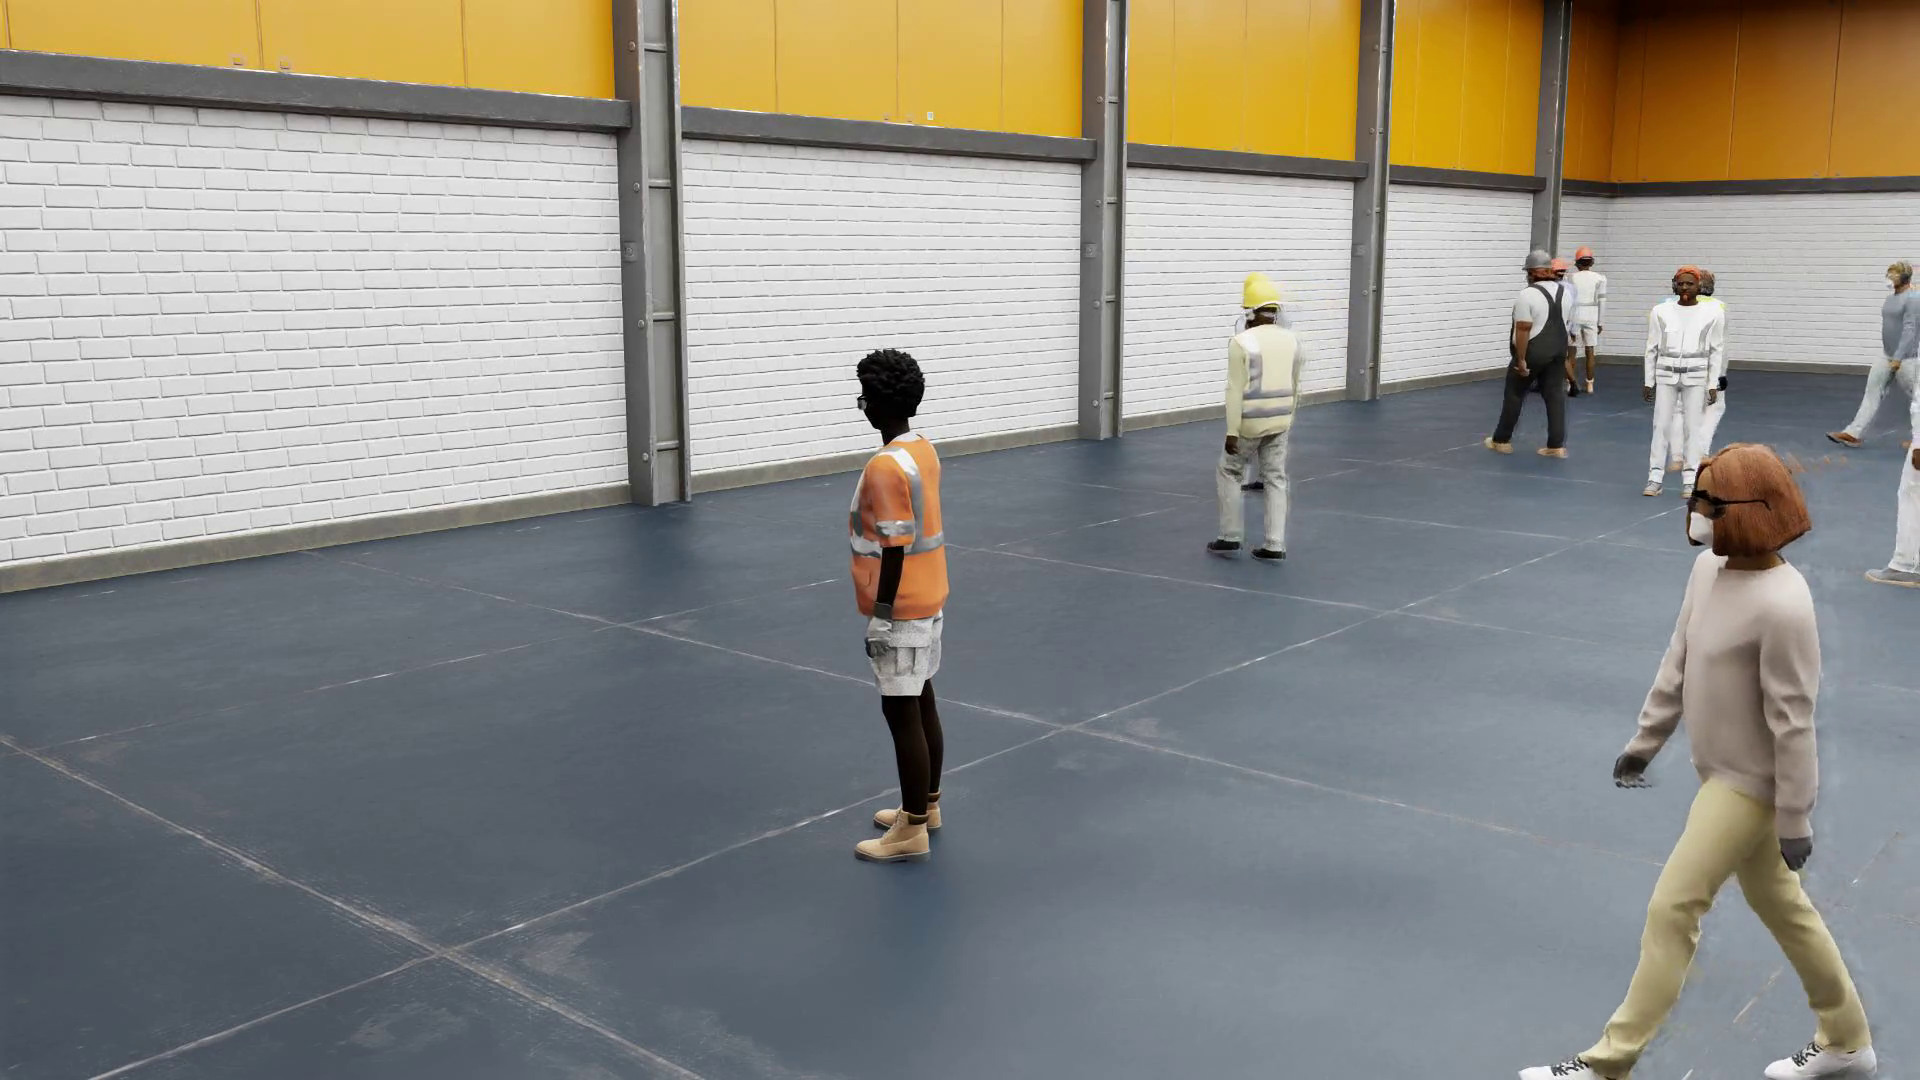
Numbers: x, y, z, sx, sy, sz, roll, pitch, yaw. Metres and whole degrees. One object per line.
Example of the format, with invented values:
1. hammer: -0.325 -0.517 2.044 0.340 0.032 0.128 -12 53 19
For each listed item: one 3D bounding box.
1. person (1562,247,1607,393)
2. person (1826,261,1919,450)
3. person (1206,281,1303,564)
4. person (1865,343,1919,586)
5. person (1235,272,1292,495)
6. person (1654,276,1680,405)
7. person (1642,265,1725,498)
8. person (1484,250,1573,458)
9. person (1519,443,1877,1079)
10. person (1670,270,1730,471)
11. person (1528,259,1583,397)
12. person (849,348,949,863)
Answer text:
1. person: 8.675 -3.055 23.219 0.612 2.039 0.402 2 10 12
2. person: 9.328 -1.830 16.639 1.018 1.883 0.648 0 10 1
3. person: 1.878 -0.761 10.769 0.616 1.806 0.681 -5 11 -28
4. person: 5.845 -0.603 9.746 0.577 1.863 0.785 -6 12 -31
5. person: 2.440 -1.277 13.663 0.607 1.828 0.404 -7 12 -34
6. person: 9.196 -2.561 21.346 0.535 1.697 0.318 -1 10 -7
7. person: 5.855 -1.278 13.507 0.574 1.883 0.356 5 11 28
8. person: 5.583 -1.842 16.268 0.703 2.000 0.947 -4 11 -22
9. person: 1.814 0.560 3.892 0.869 1.589 0.511 1 10 7
10. person: 6.692 -1.531 15.107 0.505 1.823 0.654 -8 13 -38
11. person: 8.235 -2.904 22.802 0.550 1.882 1.014 -5 11 -27
12. person: -0.204 0.216 5.519 0.317 1.699 0.540 2 10 11
